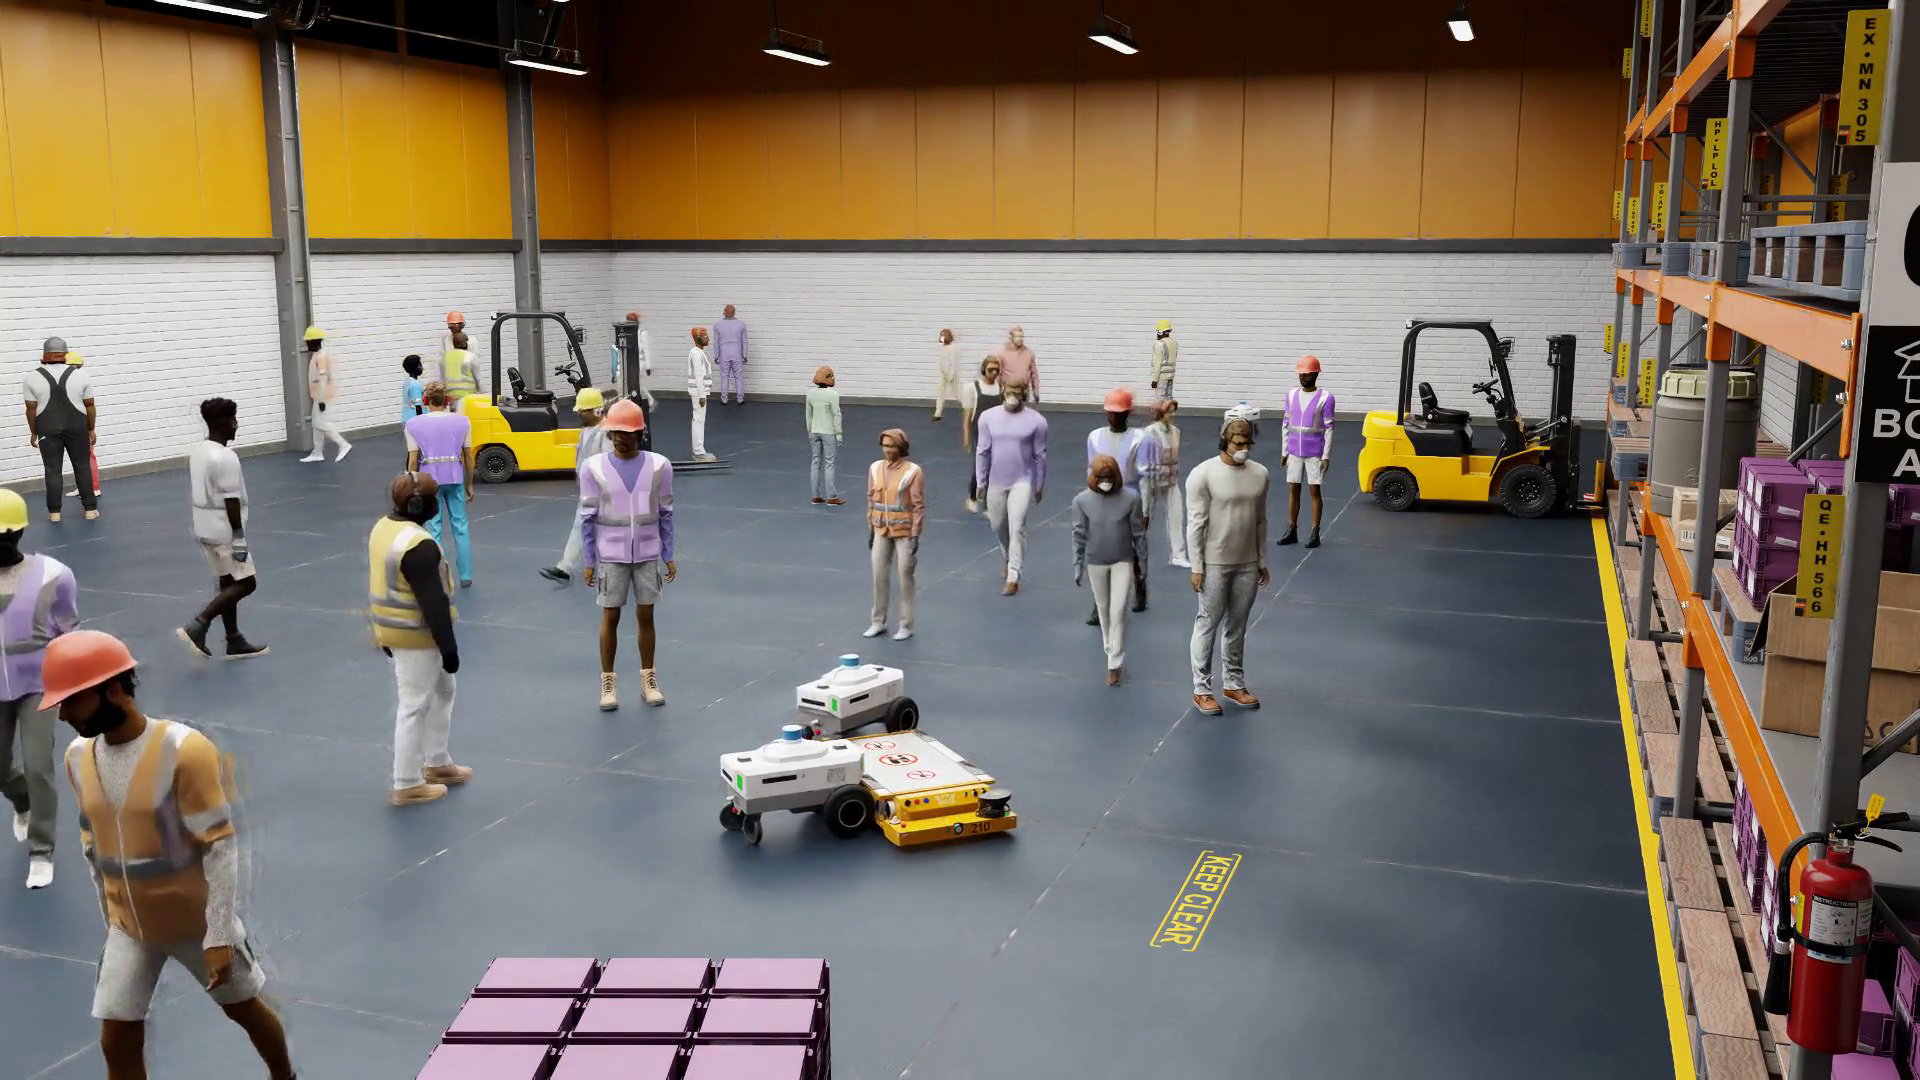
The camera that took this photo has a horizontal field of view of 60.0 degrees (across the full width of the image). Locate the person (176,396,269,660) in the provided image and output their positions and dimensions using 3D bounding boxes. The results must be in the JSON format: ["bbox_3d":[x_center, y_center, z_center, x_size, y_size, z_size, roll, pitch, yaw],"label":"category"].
[{"bbox_3d":[-5.369,-0.061,12.003,0.580,1.950,0.637,-9,14,-43],"label":"person"}]

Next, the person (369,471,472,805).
[{"bbox_3d":[-2.875,0.522,9.092,0.638,1.819,0.650,-7,12,-34],"label":"person"}]

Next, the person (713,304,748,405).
[{"bbox_3d":[-4.346,-3.499,31.531,0.660,1.914,0.406,-2,10,-10],"label":"person"}]

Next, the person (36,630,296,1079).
[{"bbox_3d":[-2.487,1.177,5.306,0.615,1.885,0.871,2,10,12],"label":"person"}]

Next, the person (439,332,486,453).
[{"bbox_3d":[-7.105,-2.060,23.746,0.631,1.799,0.971,4,11,21],"label":"person"}]

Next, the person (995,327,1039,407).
[{"bbox_3d":[0.829,-2.134,23.955,0.664,1.866,0.907,-5,11,-24],"label":"person"}]

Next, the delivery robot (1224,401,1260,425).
[{"bbox_3d":[4.490,-1.972,26.443,0.477,0.478,0.707,7,12,33],"label":"delivery robot"}]

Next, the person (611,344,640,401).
[{"bbox_3d":[-5.651,-2.766,28.129,0.523,1.638,0.310,-7,12,-34],"label":"person"}]

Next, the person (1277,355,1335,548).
[{"bbox_3d":[3.474,-0.889,16.713,0.543,1.940,0.361,7,12,36],"label":"person"}]

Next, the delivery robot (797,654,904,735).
[{"bbox_3d":[-0.660,0.936,10.068,0.477,0.478,0.707,7,13,36],"label":"delivery robot"}]

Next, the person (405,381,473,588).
[{"bbox_3d":[-4.558,-0.471,14.617,0.564,1.846,0.393,-5,11,-28],"label":"person"}]

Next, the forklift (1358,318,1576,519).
[{"bbox_3d":[5.787,-1.437,19.079,2.313,2.155,1.214,3,11,19],"label":"forklift"}]

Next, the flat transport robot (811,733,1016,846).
[{"bbox_3d":[-0.295,1.306,9.046,0.652,0.197,1.431,-4,11,-24],"label":"flat transport robot"}]

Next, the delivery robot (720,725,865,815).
[{"bbox_3d":[-0.865,1.200,8.583,0.707,0.478,0.477,-4,11,-23],"label":"delivery robot"}]

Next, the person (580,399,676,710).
[{"bbox_3d":[-2.156,0.097,10.871,0.611,2.040,0.393,-4,11,-20],"label":"person"}]

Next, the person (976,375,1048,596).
[{"bbox_3d":[0.474,-0.514,14.680,0.625,1.916,0.853,3,10,15],"label":"person"}]

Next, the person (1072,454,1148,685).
[{"bbox_3d":[1.029,0.197,11.529,0.519,1.591,0.734,3,10,15],"label":"person"}]

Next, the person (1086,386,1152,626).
[{"bbox_3d":[1.288,-0.301,13.494,0.555,1.911,0.853,4,11,24],"label":"person"}]

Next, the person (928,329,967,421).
[{"bbox_3d":[-0.152,-2.856,28.740,0.805,1.606,0.504,-7,12,-34],"label":"person"}]

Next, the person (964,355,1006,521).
[{"bbox_3d":[0.297,-1.126,18.321,0.522,1.835,0.444,-4,11,-19],"label":"person"}]

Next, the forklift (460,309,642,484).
[{"bbox_3d":[-5.354,-1.902,21.697,2.313,2.155,1.214,-2,10,-13],"label":"forklift"}]

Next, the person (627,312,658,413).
[{"bbox_3d":[-5.756,-3.145,29.693,0.576,1.850,0.933,8,13,39],"label":"person"}]

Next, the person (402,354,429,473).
[{"bbox_3d":[-6.676,-1.424,20.419,0.317,1.699,0.553,-6,12,-31],"label":"person"}]

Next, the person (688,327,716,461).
[{"bbox_3d":[-3.657,-2.058,23.458,0.356,1.883,0.572,-2,10,-12],"label":"person"}]

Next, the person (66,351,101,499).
[{"bbox_3d":[-10.592,-1.378,19.952,0.533,1.768,0.313,8,13,36],"label":"person"}]

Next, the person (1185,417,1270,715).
[{"bbox_3d":[1.749,0.160,10.824,0.635,1.936,0.373,-5,11,-28],"label":"person"}]

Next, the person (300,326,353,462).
[{"bbox_3d":[-8.915,-2.033,23.231,0.586,1.921,0.625,-4,11,-23],"label":"person"}]

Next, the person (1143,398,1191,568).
[{"bbox_3d":[1.860,-0.556,15.775,0.513,1.604,0.796,-8,13,-38],"label":"person"}]

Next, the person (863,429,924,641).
[{"bbox_3d":[-0.497,-0.044,12.806,0.523,1.639,0.330,6,12,32],"label":"person"}]

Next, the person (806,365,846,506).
[{"bbox_3d":[-1.578,-1.218,19.425,0.498,1.634,0.282,7,12,36],"label":"person"}]

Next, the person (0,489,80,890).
[{"bbox_3d":[-4.528,0.674,8.004,0.594,1.905,0.678,-3,11,-17],"label":"person"}]

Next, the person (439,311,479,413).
[{"bbox_3d":[-7.569,-2.433,25.108,0.605,2.045,0.378,1,10,5],"label":"person"}]

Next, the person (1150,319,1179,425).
[{"bbox_3d":[3.280,-2.648,26.916,0.403,1.833,0.591,7,13,36],"label":"person"}]

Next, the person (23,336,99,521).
[{"bbox_3d":[-9.913,-1.234,18.367,0.684,2.000,0.535,-5,11,-27],"label":"person"}]

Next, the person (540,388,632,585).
[{"bbox_3d":[-3.257,-0.468,14.805,0.968,1.765,0.602,-8,13,-37],"label":"person"}]
